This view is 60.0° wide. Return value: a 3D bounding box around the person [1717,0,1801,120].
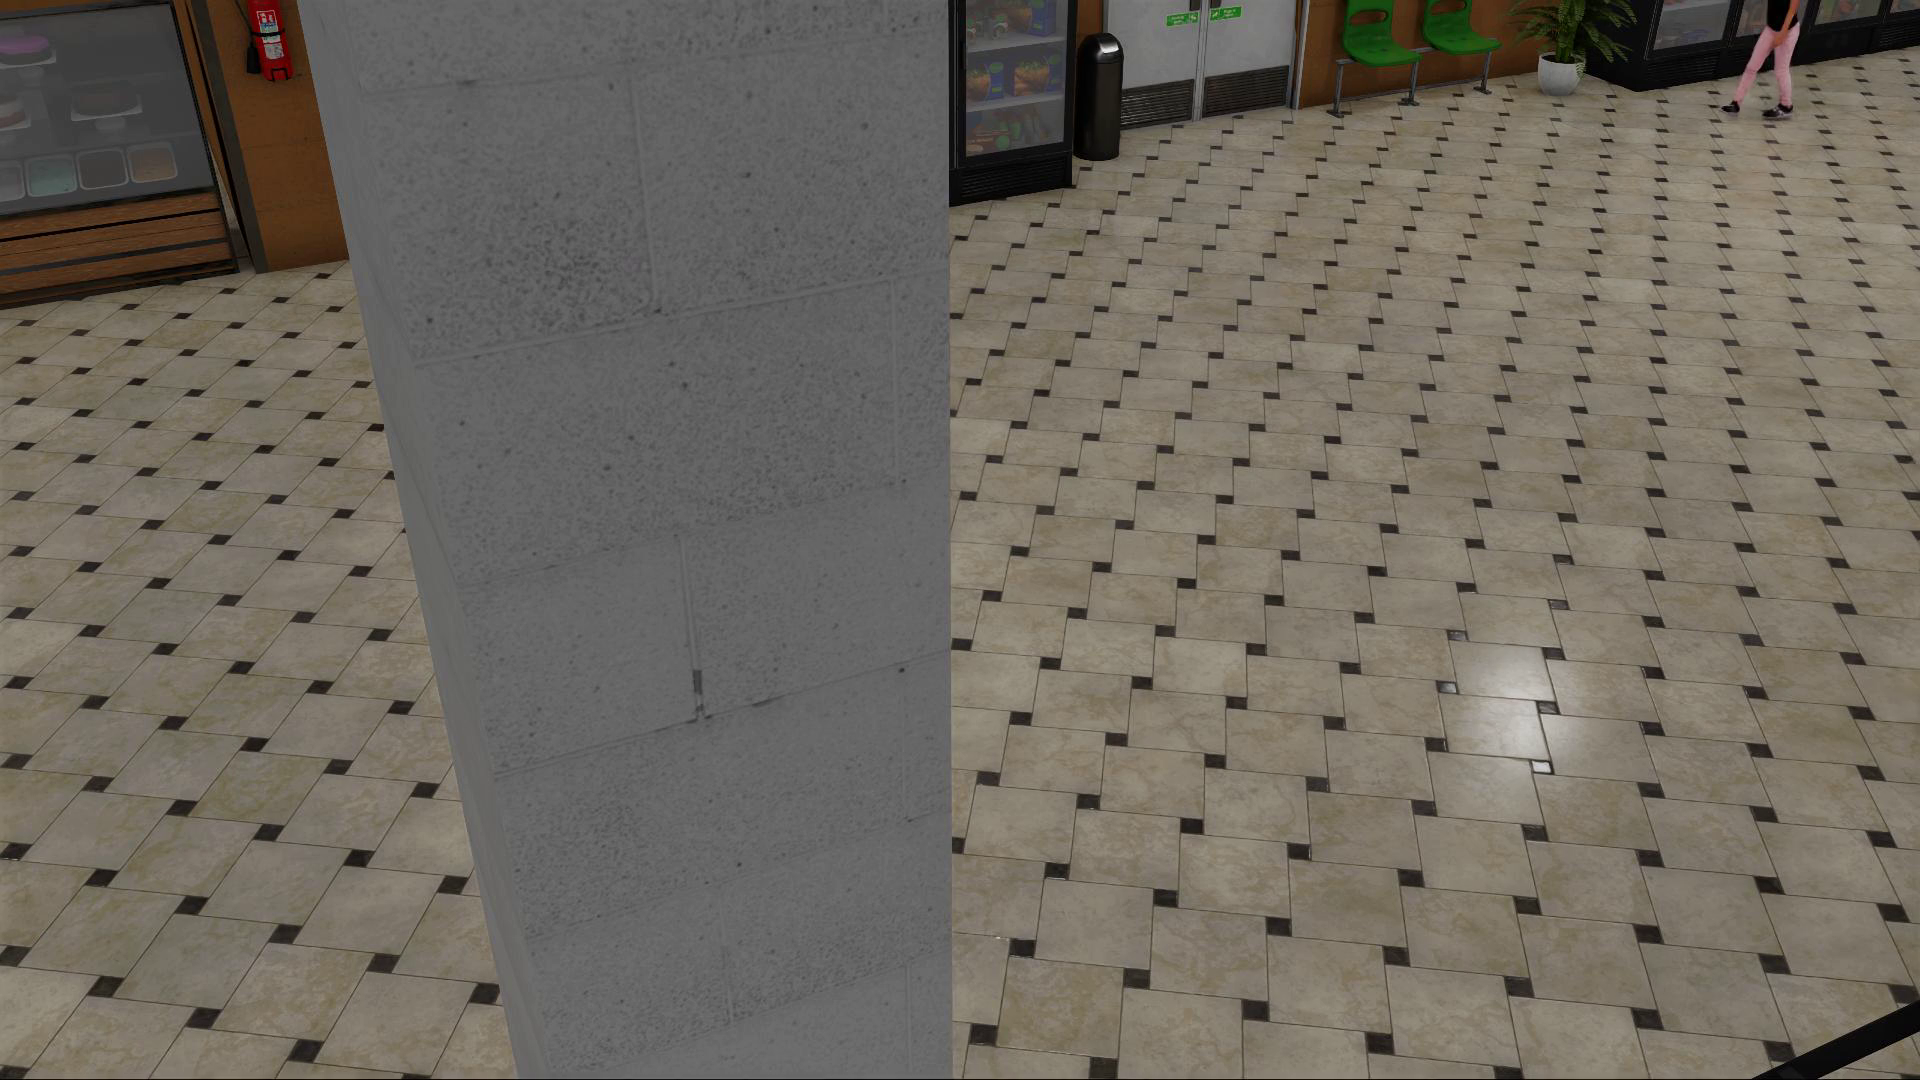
[{"bbox_3d":[7.090,-4.354,14.275,0.699,1.518,0.922,-5,32,-8],"label":"person"}]
